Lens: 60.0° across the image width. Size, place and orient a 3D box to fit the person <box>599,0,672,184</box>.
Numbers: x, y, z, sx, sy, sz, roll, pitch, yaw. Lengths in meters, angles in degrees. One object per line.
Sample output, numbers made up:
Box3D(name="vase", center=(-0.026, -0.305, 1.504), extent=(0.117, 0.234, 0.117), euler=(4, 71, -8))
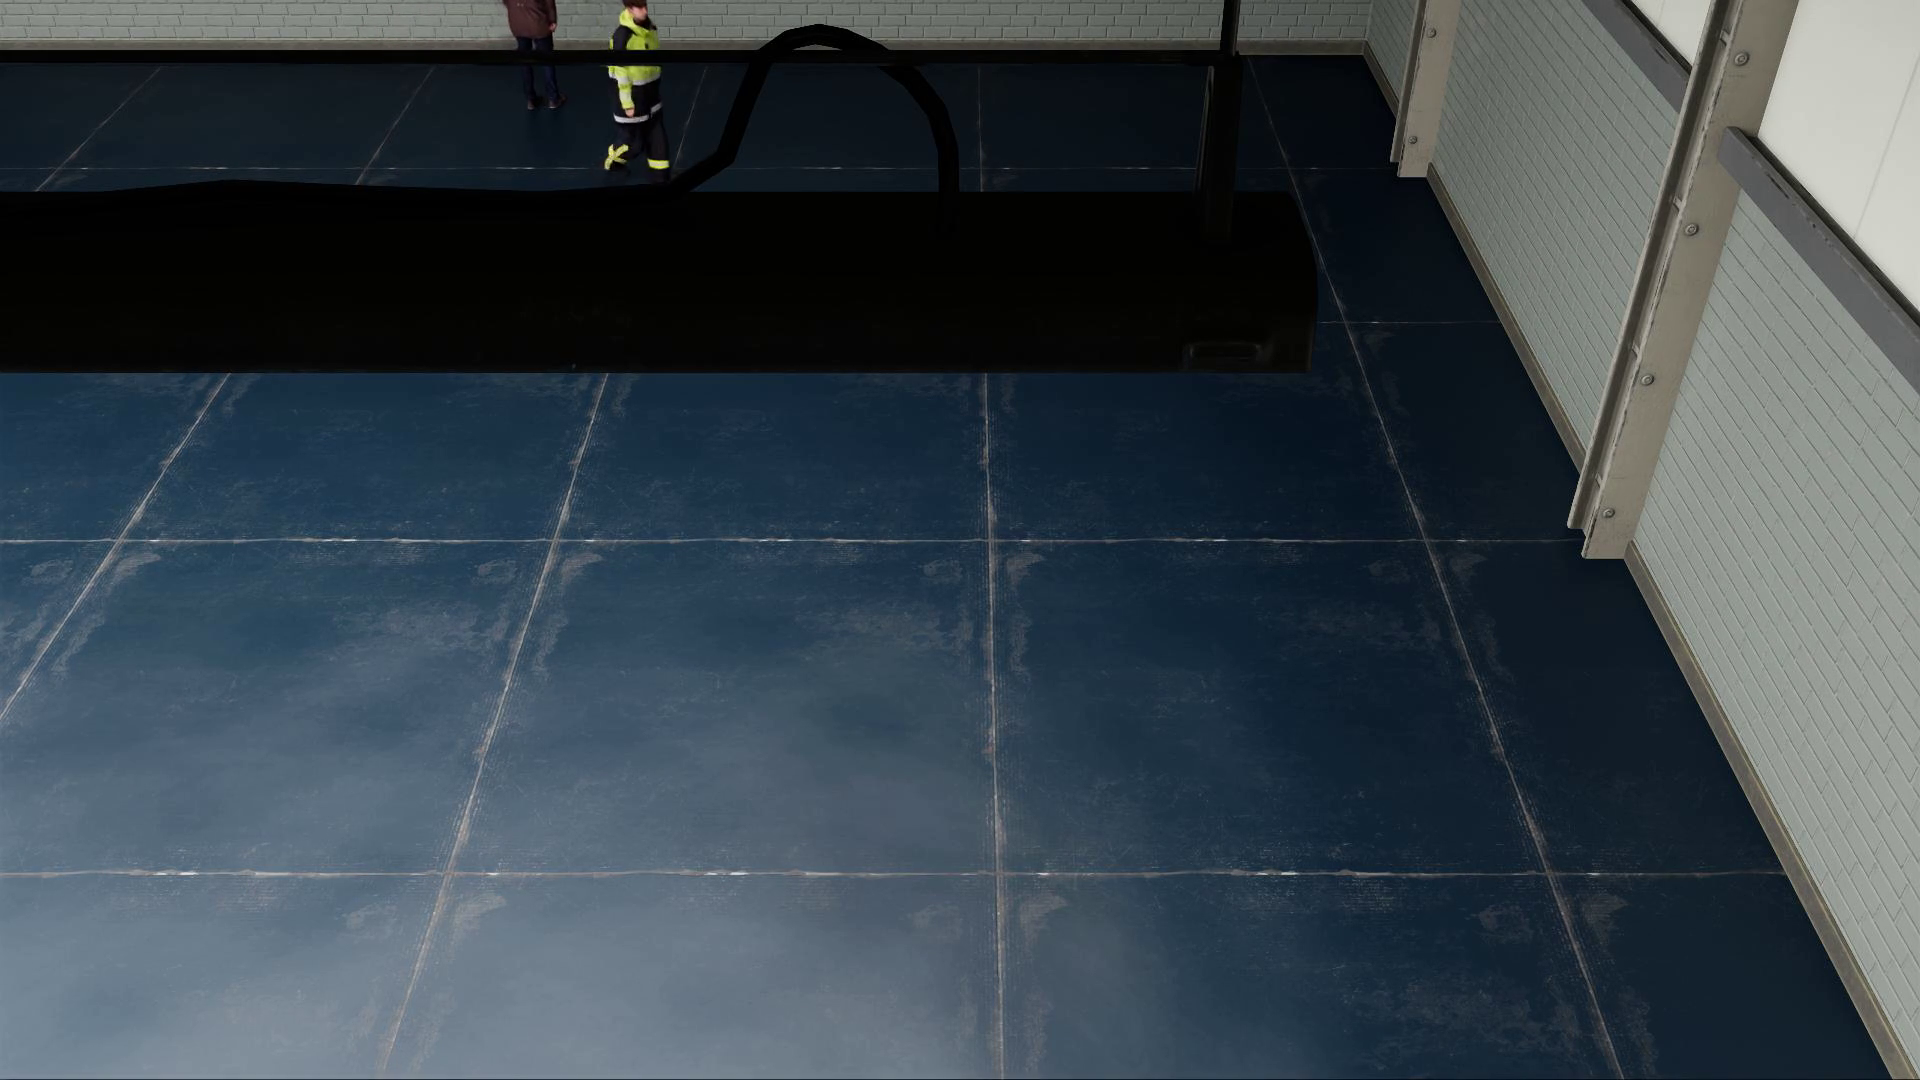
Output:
Box3D(name="person", center=(-3.015, -4.102, 15.239), extent=(1.140, 1.939, 1.128), euler=(18, 41, 22))

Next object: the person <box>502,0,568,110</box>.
Box3D(name="person", center=(-4.395, -5.275, 16.861), extent=(0.811, 1.843, 0.768), euler=(7, 38, 9))
